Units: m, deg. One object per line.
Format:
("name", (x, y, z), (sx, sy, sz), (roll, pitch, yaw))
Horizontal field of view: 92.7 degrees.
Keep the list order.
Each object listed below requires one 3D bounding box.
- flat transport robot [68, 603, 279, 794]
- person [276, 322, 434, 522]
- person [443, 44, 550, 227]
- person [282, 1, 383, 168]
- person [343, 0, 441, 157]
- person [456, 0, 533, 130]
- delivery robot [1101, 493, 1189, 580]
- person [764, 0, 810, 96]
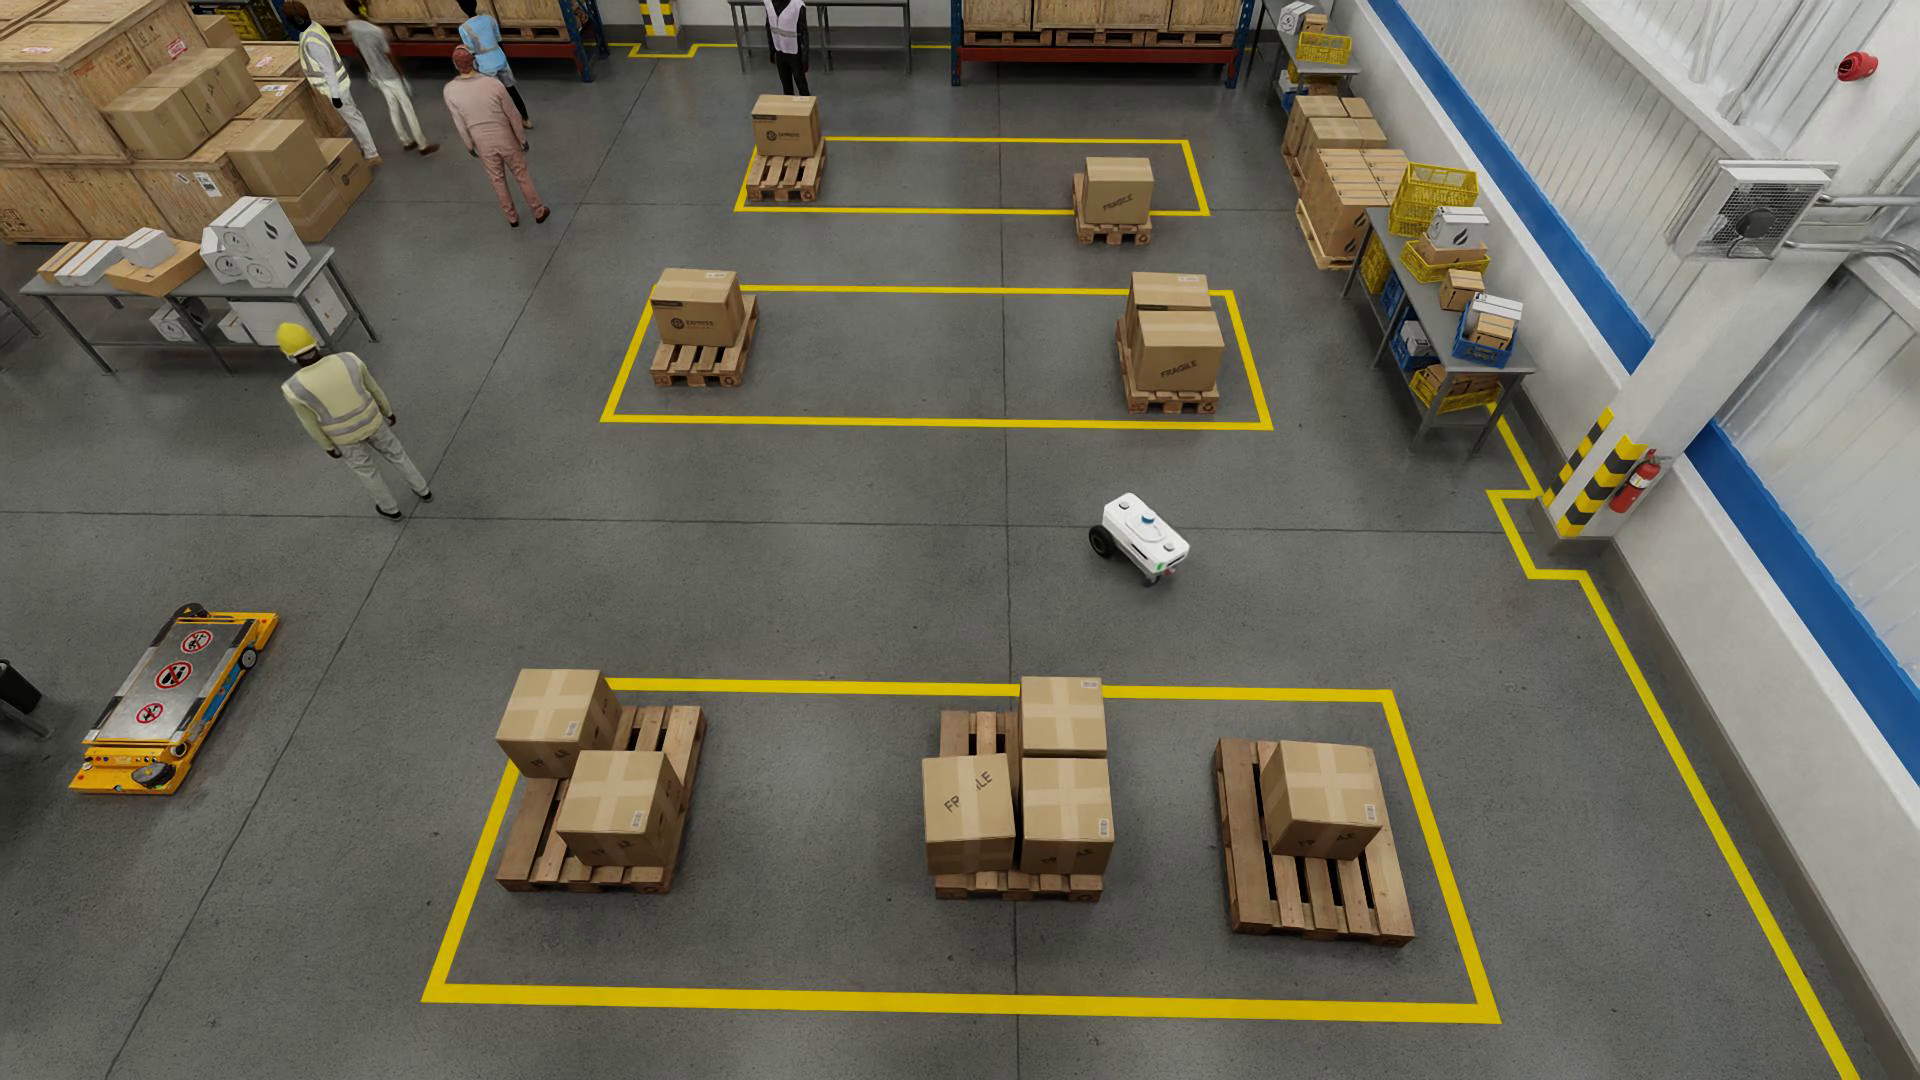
("flat transport robot", (-5.504, 1.072, 6.442), (0.652, 0.197, 1.431), (1, 50, 1))
("person", (-4.697, -0.902, 7.102), (0.403, 1.823, 0.590), (31, 57, 24))
("person", (-5.053, -4.365, 9.979), (0.650, 1.906, 0.401), (-10, 51, -9))
("person", (-7.454, -5.394, 10.892), (0.429, 1.844, 0.627), (-23, 53, -18))
("person", (-6.888, -5.589, 11.043), (0.531, 1.869, 0.332), (13, 51, 11))
("person", (-5.840, -5.921, 11.438), (0.322, 1.690, 0.533), (23, 53, 18))
("delivery robot", (1.438, -0.040, 7.139), (0.477, 0.478, 0.707), (-27, 55, -21))
("person", (-2.124, -6.082, 11.424), (0.587, 1.920, 0.391), (21, 53, 17))
